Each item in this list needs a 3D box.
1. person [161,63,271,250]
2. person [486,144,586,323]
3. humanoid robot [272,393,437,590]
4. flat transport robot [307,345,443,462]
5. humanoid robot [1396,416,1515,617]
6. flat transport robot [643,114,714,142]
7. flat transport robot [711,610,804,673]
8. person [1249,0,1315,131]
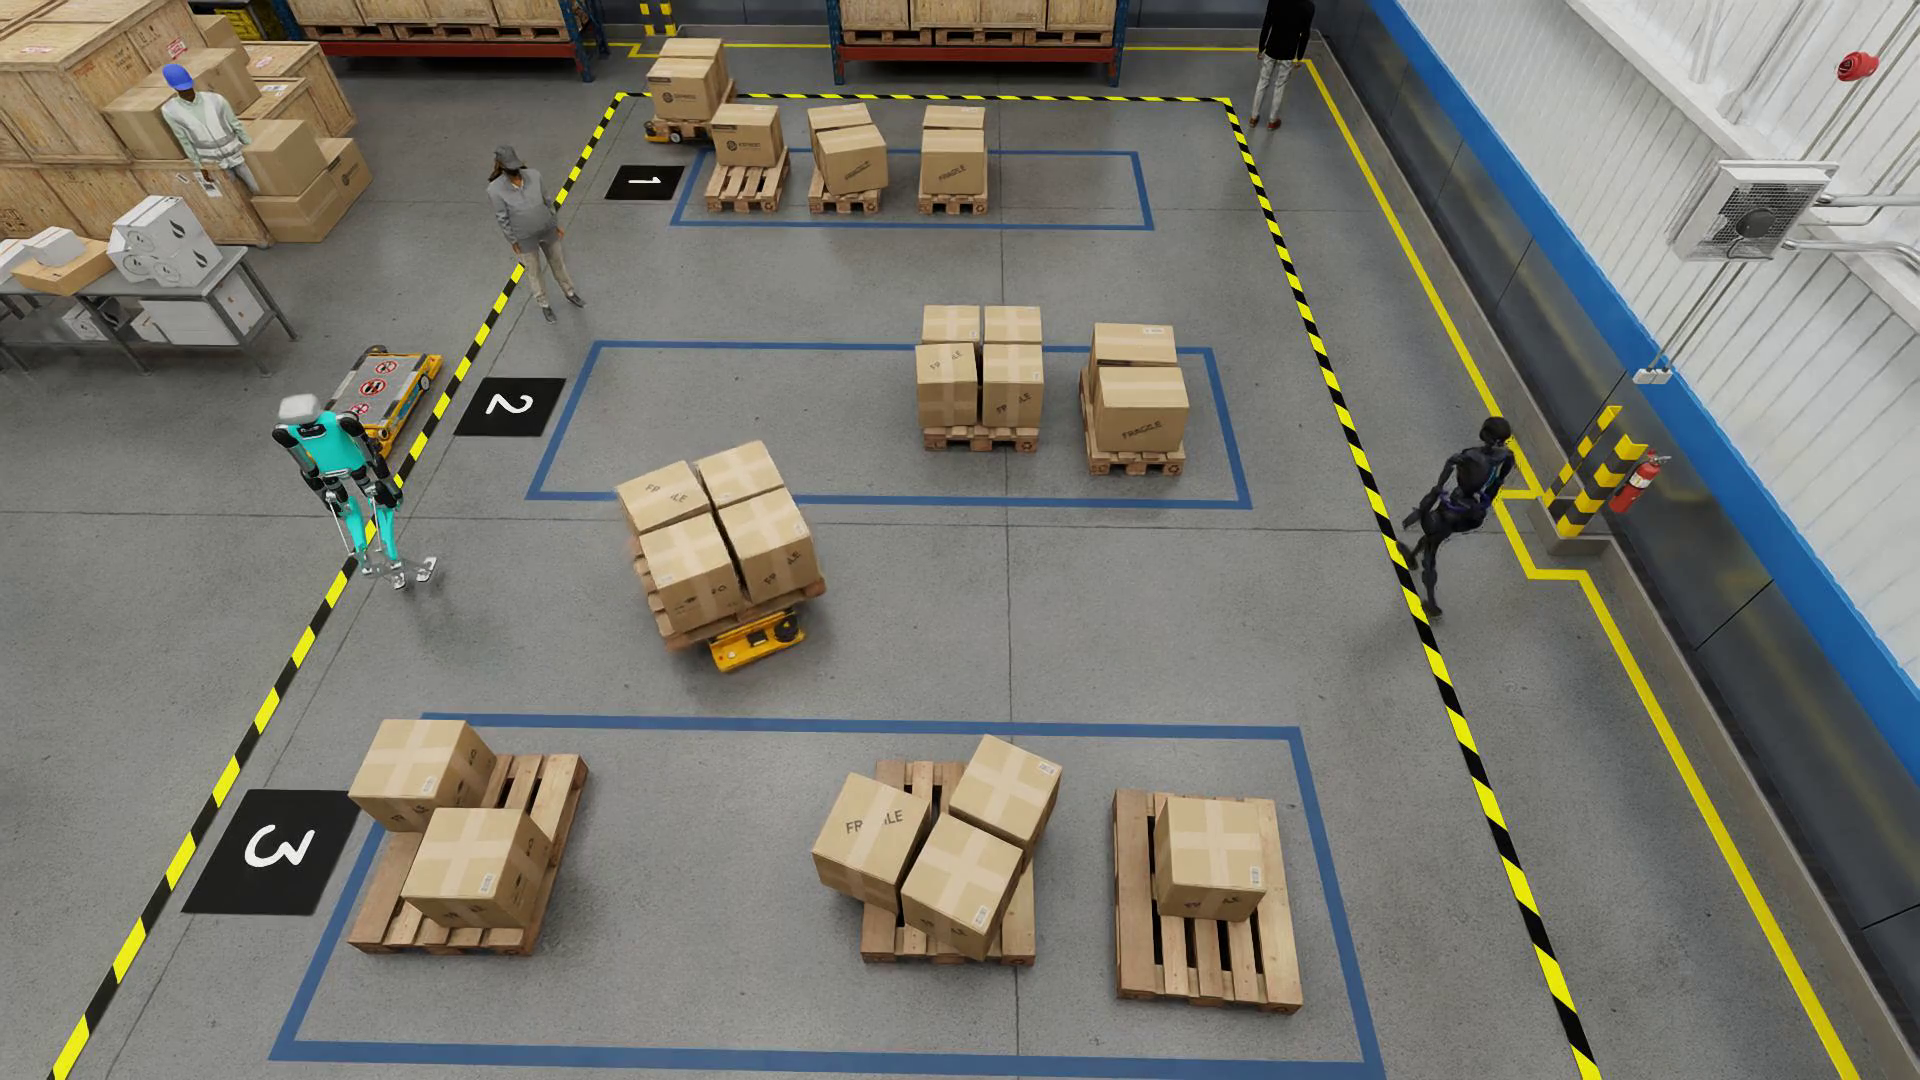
[{"bbox_3d":[-7.743,-4.028,9.684,0.602,1.939,0.412,-32,57,-24],"label":"person"},{"bbox_3d":[-4.155,-2.992,8.915,0.400,1.768,0.560,36,58,26],"label":"person"},{"bbox_3d":[-4.277,-0.200,6.484,0.533,1.681,0.735,-11,51,-9],"label":"humanoid robot"},{"bbox_3d":[-5.383,-1.269,8.441,0.659,0.231,1.431,1,50,1],"label":"flat transport robot"},{"bbox_3d":[3.598,-0.168,6.630,0.612,1.644,0.769,-7,50,-6],"label":"humanoid robot"},{"bbox_3d":[-3.340,-5.445,11.956,1.431,0.197,0.652,1,50,1],"label":"flat transport robot"},{"bbox_3d":[-1.767,0.317,7.080,0.652,0.197,1.431,-21,53,-17],"label":"flat transport robot"},{"bbox_3d":[4.029,-6.131,11.498,0.589,1.880,0.381,24,54,19],"label":"person"}]
